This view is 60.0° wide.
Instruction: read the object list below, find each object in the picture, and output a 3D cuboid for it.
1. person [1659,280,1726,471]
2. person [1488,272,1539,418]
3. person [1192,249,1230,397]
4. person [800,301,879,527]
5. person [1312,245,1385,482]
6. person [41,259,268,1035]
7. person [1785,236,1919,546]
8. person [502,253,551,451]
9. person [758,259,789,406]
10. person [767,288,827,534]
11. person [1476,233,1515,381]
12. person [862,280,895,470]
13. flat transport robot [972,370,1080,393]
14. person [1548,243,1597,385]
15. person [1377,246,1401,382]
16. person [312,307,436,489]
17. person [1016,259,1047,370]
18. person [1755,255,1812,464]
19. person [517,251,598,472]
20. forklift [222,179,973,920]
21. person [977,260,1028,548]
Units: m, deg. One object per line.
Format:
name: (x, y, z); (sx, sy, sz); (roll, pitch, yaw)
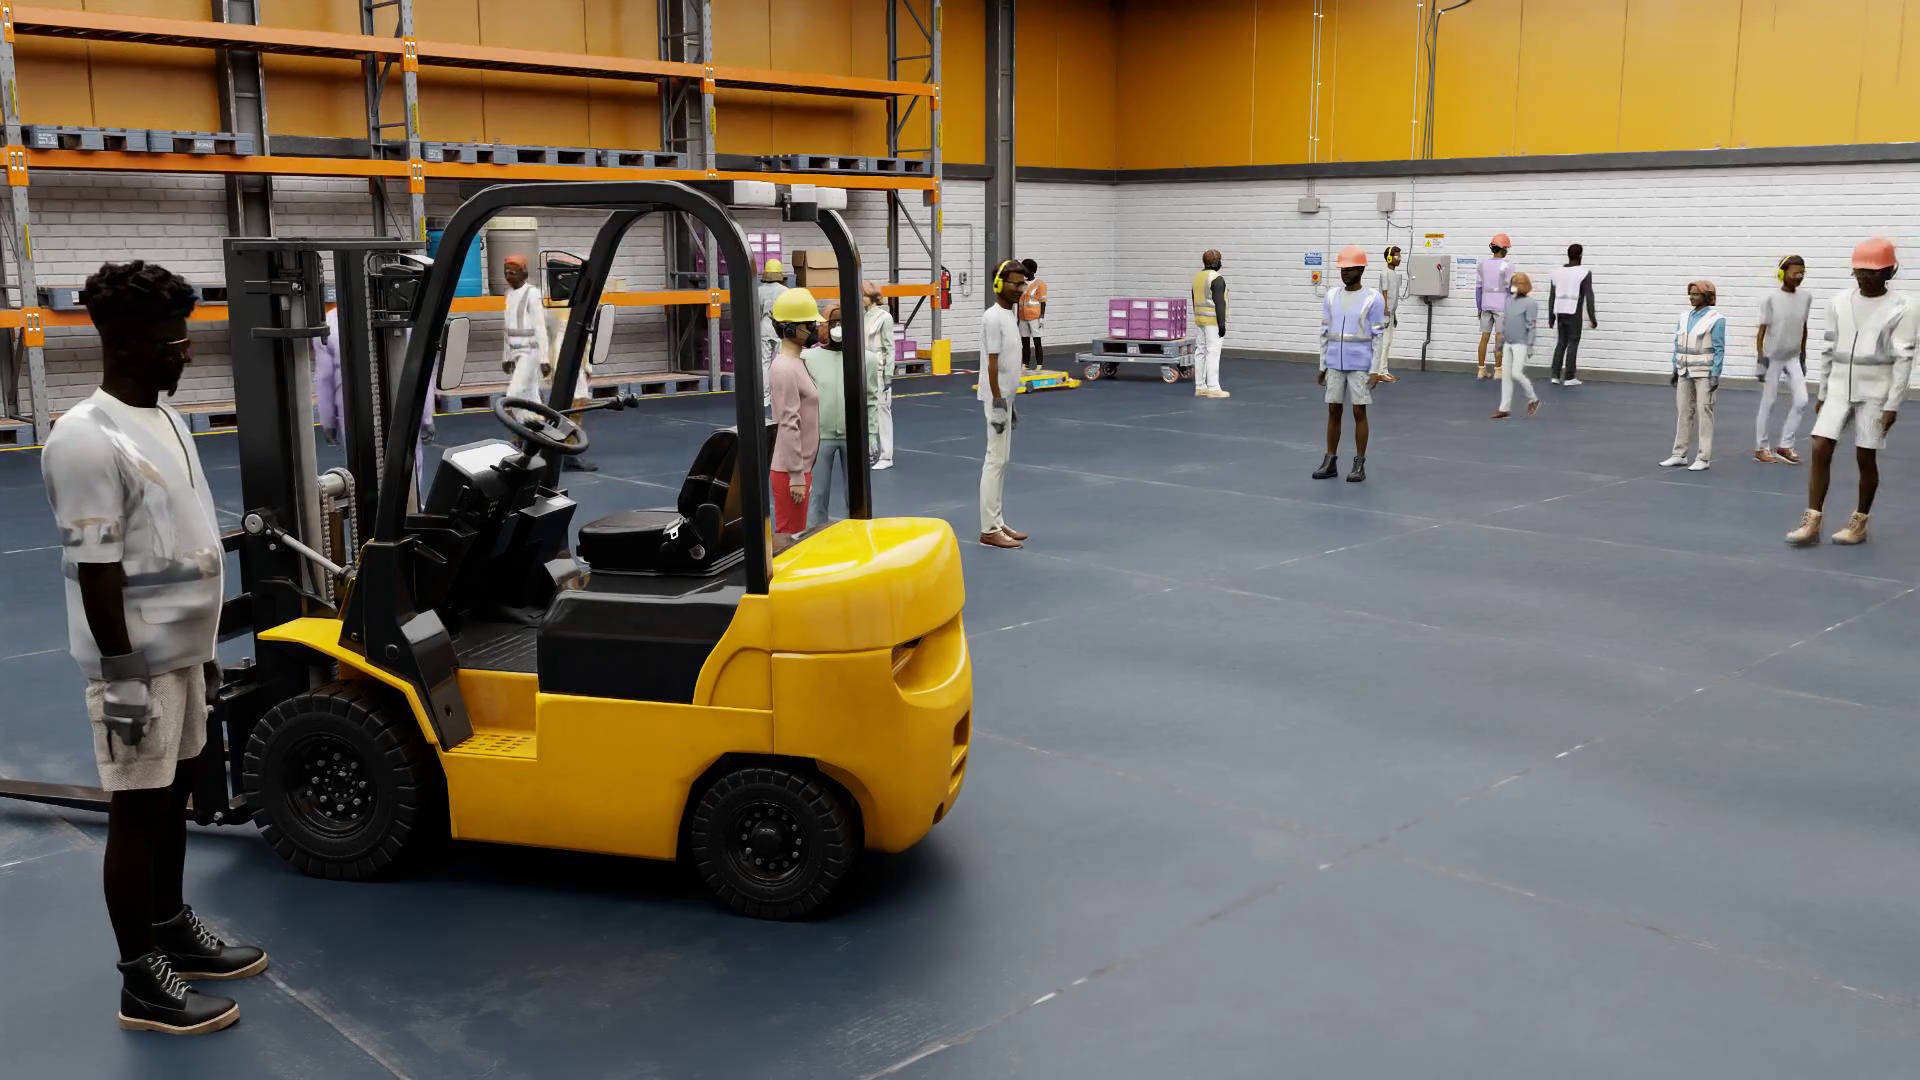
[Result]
person: (6.367, -1.420, 14.379); (0.314, 1.642, 0.514); (-4, 11, -20)
person: (6.129, -2.142, 18.357); (0.461, 1.627, 0.521); (-3, 11, -18)
person: (3.156, -2.711, 20.864); (0.429, 1.847, 0.626); (-4, 11, -23)
person: (-0.724, -0.590, 9.862); (0.500, 1.636, 0.280); (-1, 10, -8)
person: (3.200, -1.445, 13.702); (0.542, 1.939, 0.366); (8, 13, 37)
person: (-2.068, 0.271, 4.276); (0.368, 1.963, 0.603); (-1, 10, -8)
person: (5.718, -0.921, 10.652); (0.838, 2.004, 0.633); (-7, 13, -35)
person: (-3.947, -1.646, 15.002); (0.532, 1.860, 0.665); (-7, 13, -35)
person: (-2.198, -2.449, 19.710); (0.484, 1.745, 0.297); (3, 11, 15)
person: (-0.796, -0.341, 8.155); (0.312, 1.769, 0.525); (-1, 10, -3)
person: (7.504, -3.252, 23.272); (0.375, 2.043, 0.610); (-8, 13, -38)
person: (-0.761, -1.424, 14.413); (0.311, 1.636, 0.523); (-10, 14, -42)
flat transport robot: (0.869, -2.081, 21.721); (0.652, 0.197, 1.431); (9, 14, 41)
person: (8.253, -3.044, 22.492); (0.420, 1.914, 0.614); (-7, 12, -33)
person: (5.958, -3.123, 23.040); (0.328, 1.872, 0.513); (5, 11, 25)
person: (-3.494, -0.738, 9.962); (0.676, 1.893, 0.426); (-3, 11, -14)
person: (1.003, -3.158, 23.714); (0.317, 1.690, 0.540); (-10, 14, -44)
person: (7.294, -1.577, 14.665); (0.572, 1.844, 0.625); (-1, 10, -8)
person: (-3.398, -1.527, 14.288); (0.757, 1.886, 0.602); (0, 10, -1)
forklift: (-1.114, -0.058, 5.440); (2.313, 2.155, 1.214); (2, 11, 13)
person: (0.288, -0.887, 10.869); (0.332, 1.865, 0.520); (2, 11, 12)
